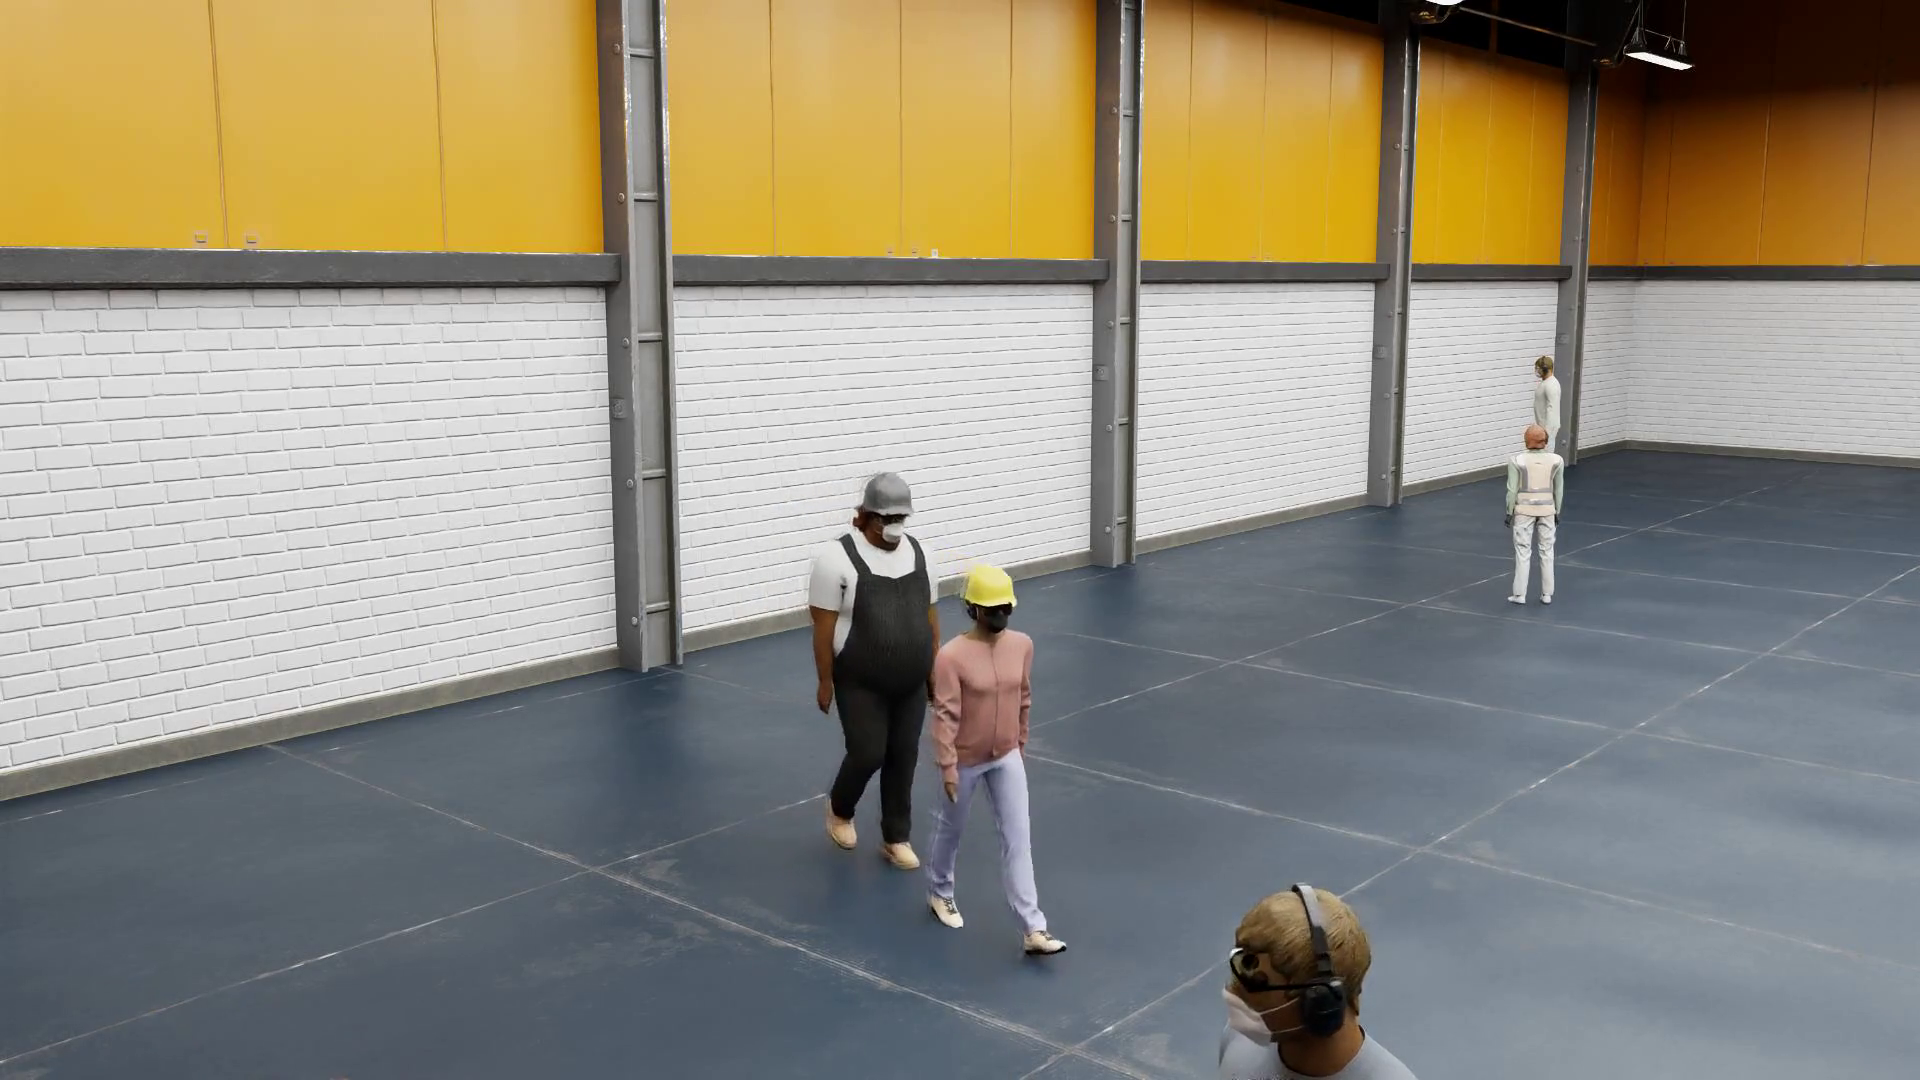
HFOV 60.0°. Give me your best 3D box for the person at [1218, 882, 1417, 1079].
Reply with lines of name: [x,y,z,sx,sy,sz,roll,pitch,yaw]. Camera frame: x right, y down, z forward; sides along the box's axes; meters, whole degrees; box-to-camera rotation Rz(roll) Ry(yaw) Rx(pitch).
person: [0.631,1.542,2.997,0.353,1.936,0.633,-4,10,-22]

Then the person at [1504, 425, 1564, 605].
person: [5.178,-0.223,15.022,0.514,1.636,0.315,0,9,0]

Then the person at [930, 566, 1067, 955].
person: [0.124,0.962,7.348,0.542,1.715,0.918,-5,10,-29]

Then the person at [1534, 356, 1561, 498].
person: [7.628,-1.431,21.688,0.373,1.933,0.627,2,9,13]

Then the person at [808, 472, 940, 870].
person: [-0.378,0.642,8.325,0.698,2.000,0.561,-5,11,-31]
